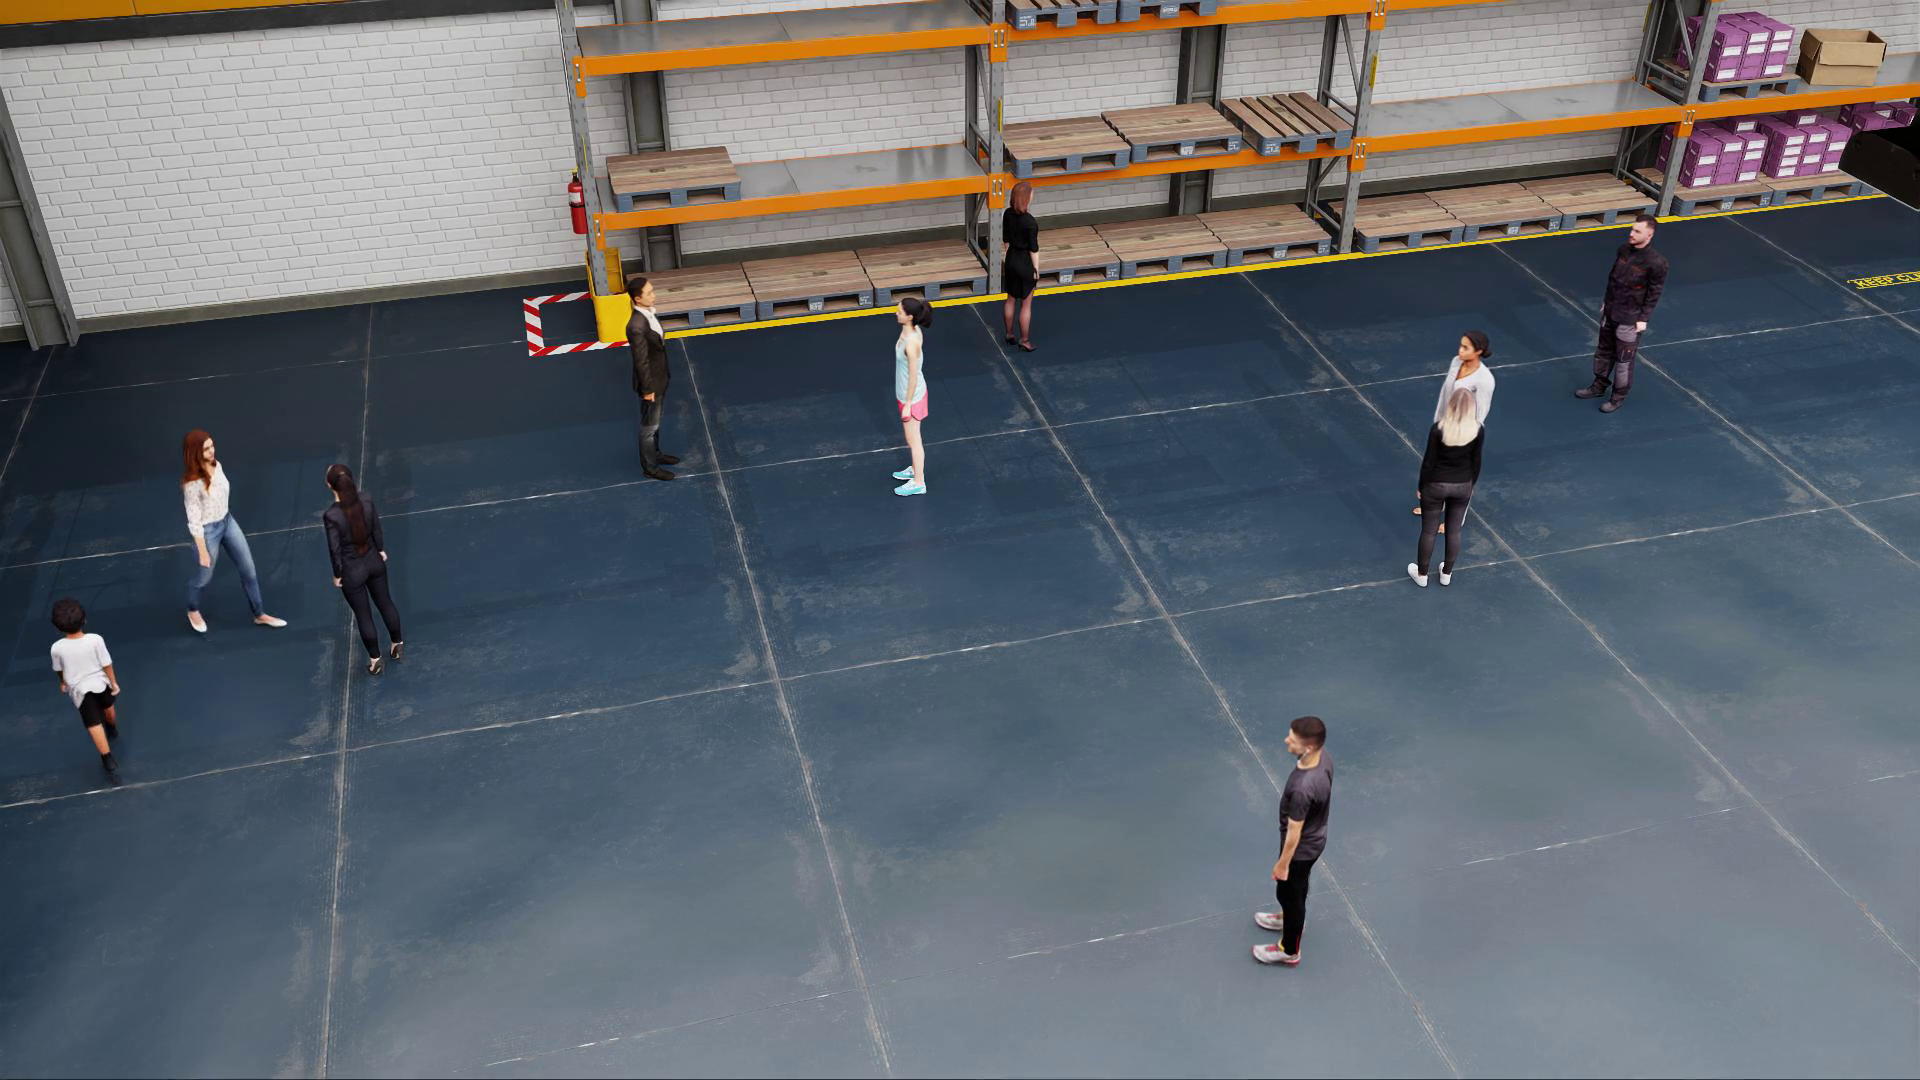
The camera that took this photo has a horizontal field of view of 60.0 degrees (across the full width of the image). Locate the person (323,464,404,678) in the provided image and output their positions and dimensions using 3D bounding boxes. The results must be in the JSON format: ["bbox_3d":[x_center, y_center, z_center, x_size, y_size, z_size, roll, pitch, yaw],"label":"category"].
[{"bbox_3d":[-4.199,0.200,11.677,0.700,1.712,0.621,21,39,29],"label":"person"}]

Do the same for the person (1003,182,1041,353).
[{"bbox_3d":[0.579,-2.612,15.913,0.646,1.706,0.656,-27,42,-34],"label":"person"}]

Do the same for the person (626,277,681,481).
[{"bbox_3d":[-2.609,-1.374,13.963,0.643,1.804,0.739,0,34,1],"label":"person"}]

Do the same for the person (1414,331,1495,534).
[{"bbox_3d":[3.997,-0.890,13.295,0.591,1.736,0.675,-15,36,-21],"label":"person"}]

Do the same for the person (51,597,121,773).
[{"bbox_3d":[-5.732,0.968,10.946,0.886,1.243,0.741,-21,39,-29],"label":"person"}]

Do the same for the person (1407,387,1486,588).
[{"bbox_3d":[3.687,-0.390,12.589,0.557,1.687,0.715,0,34,0],"label":"person"}]

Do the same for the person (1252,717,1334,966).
[{"bbox_3d":[1.922,1.688,9.396,0.748,1.759,0.737,10,35,14],"label":"person"}]

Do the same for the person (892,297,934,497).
[{"bbox_3d":[-0.413,-1.194,13.727,0.642,1.765,0.647,-1,34,-2],"label":"person"}]

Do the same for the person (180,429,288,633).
[{"bbox_3d":[-5.487,-0.048,12.076,1.082,1.683,0.915,10,35,15],"label":"person"}]

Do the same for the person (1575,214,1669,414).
[{"bbox_3d":[5.997,-2.068,14.959,0.681,1.857,0.759,-15,37,-22],"label":"person"}]
